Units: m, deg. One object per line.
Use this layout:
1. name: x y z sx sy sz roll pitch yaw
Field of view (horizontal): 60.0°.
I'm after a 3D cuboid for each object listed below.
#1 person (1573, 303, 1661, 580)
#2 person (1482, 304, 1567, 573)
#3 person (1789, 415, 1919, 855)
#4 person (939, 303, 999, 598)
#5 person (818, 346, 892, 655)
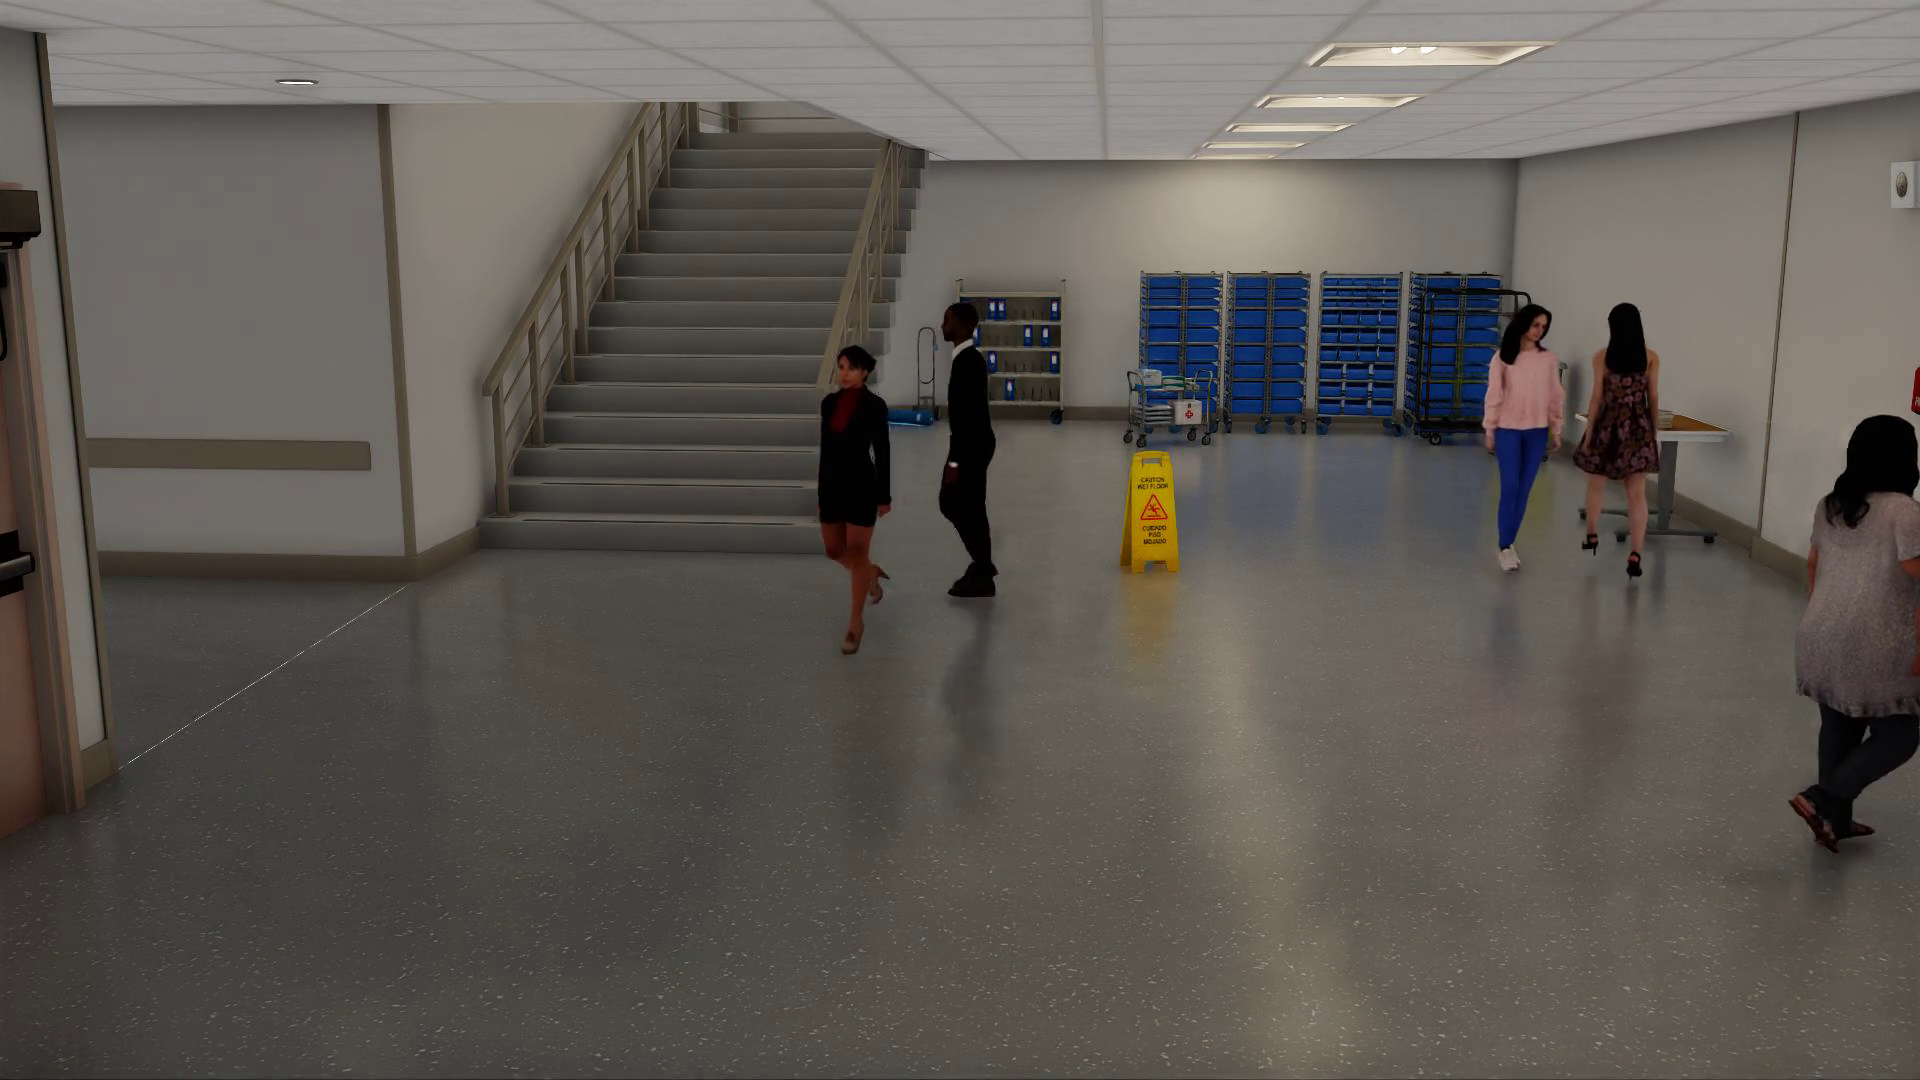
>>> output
1. person: 4.241 -0.602 10.662 0.708 1.723 1.104 2 11 13
2. person: 3.681 -0.674 10.989 0.680 1.743 0.886 0 11 1
3. person: 3.171 0.362 5.931 0.851 1.593 0.819 -3 11 -17
4. person: 0.163 -0.525 10.075 0.728 1.790 0.556 0 11 0
5. person: -0.556 -0.221 8.919 0.739 1.624 0.923 5 12 25
